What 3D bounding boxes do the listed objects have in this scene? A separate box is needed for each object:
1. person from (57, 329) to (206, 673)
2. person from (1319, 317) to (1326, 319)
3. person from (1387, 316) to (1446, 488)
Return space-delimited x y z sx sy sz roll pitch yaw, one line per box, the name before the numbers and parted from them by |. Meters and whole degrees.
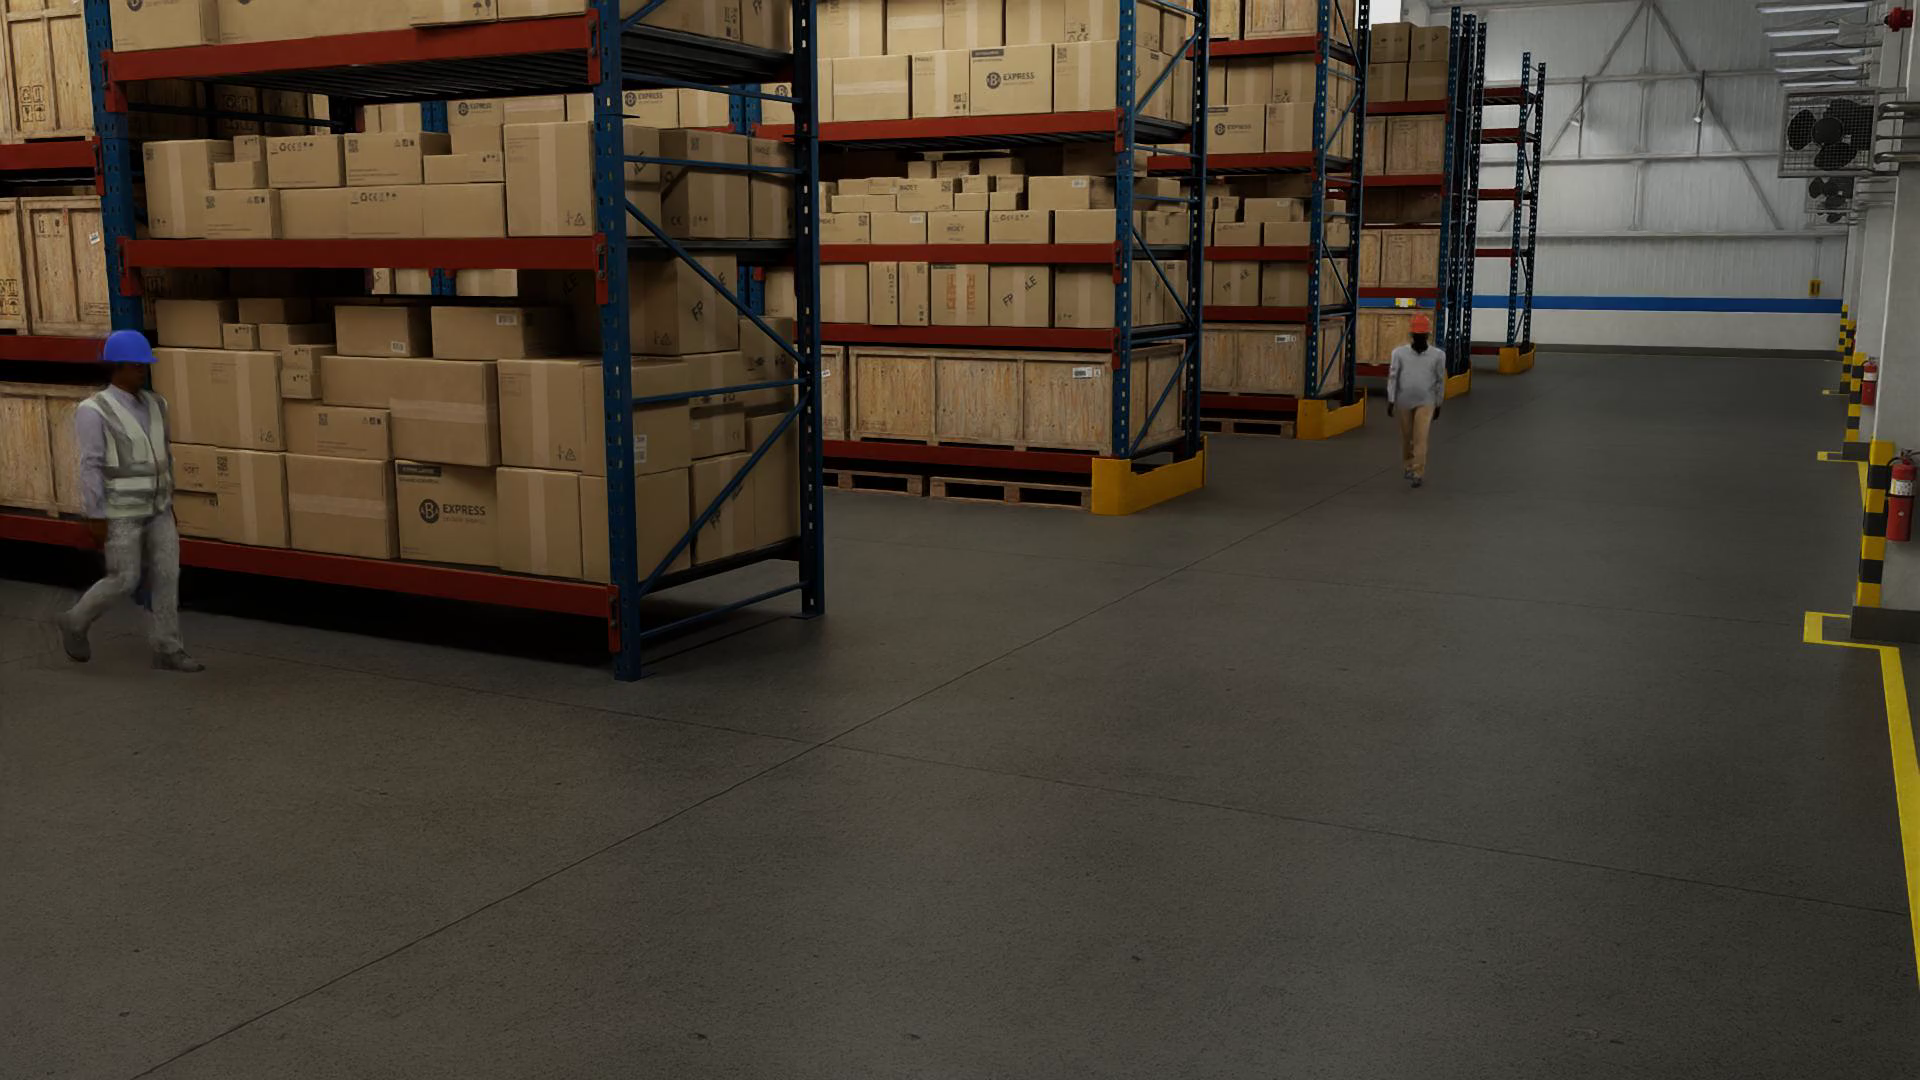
person | -4.629 -0.197 9.174 0.724 1.928 0.619 3 10 16
person | 5.000 -2.816 24.444 0.666 1.873 0.800 -5 11 -29
person | 4.621 -1.420 16.867 0.556 1.714 0.892 3 10 19
